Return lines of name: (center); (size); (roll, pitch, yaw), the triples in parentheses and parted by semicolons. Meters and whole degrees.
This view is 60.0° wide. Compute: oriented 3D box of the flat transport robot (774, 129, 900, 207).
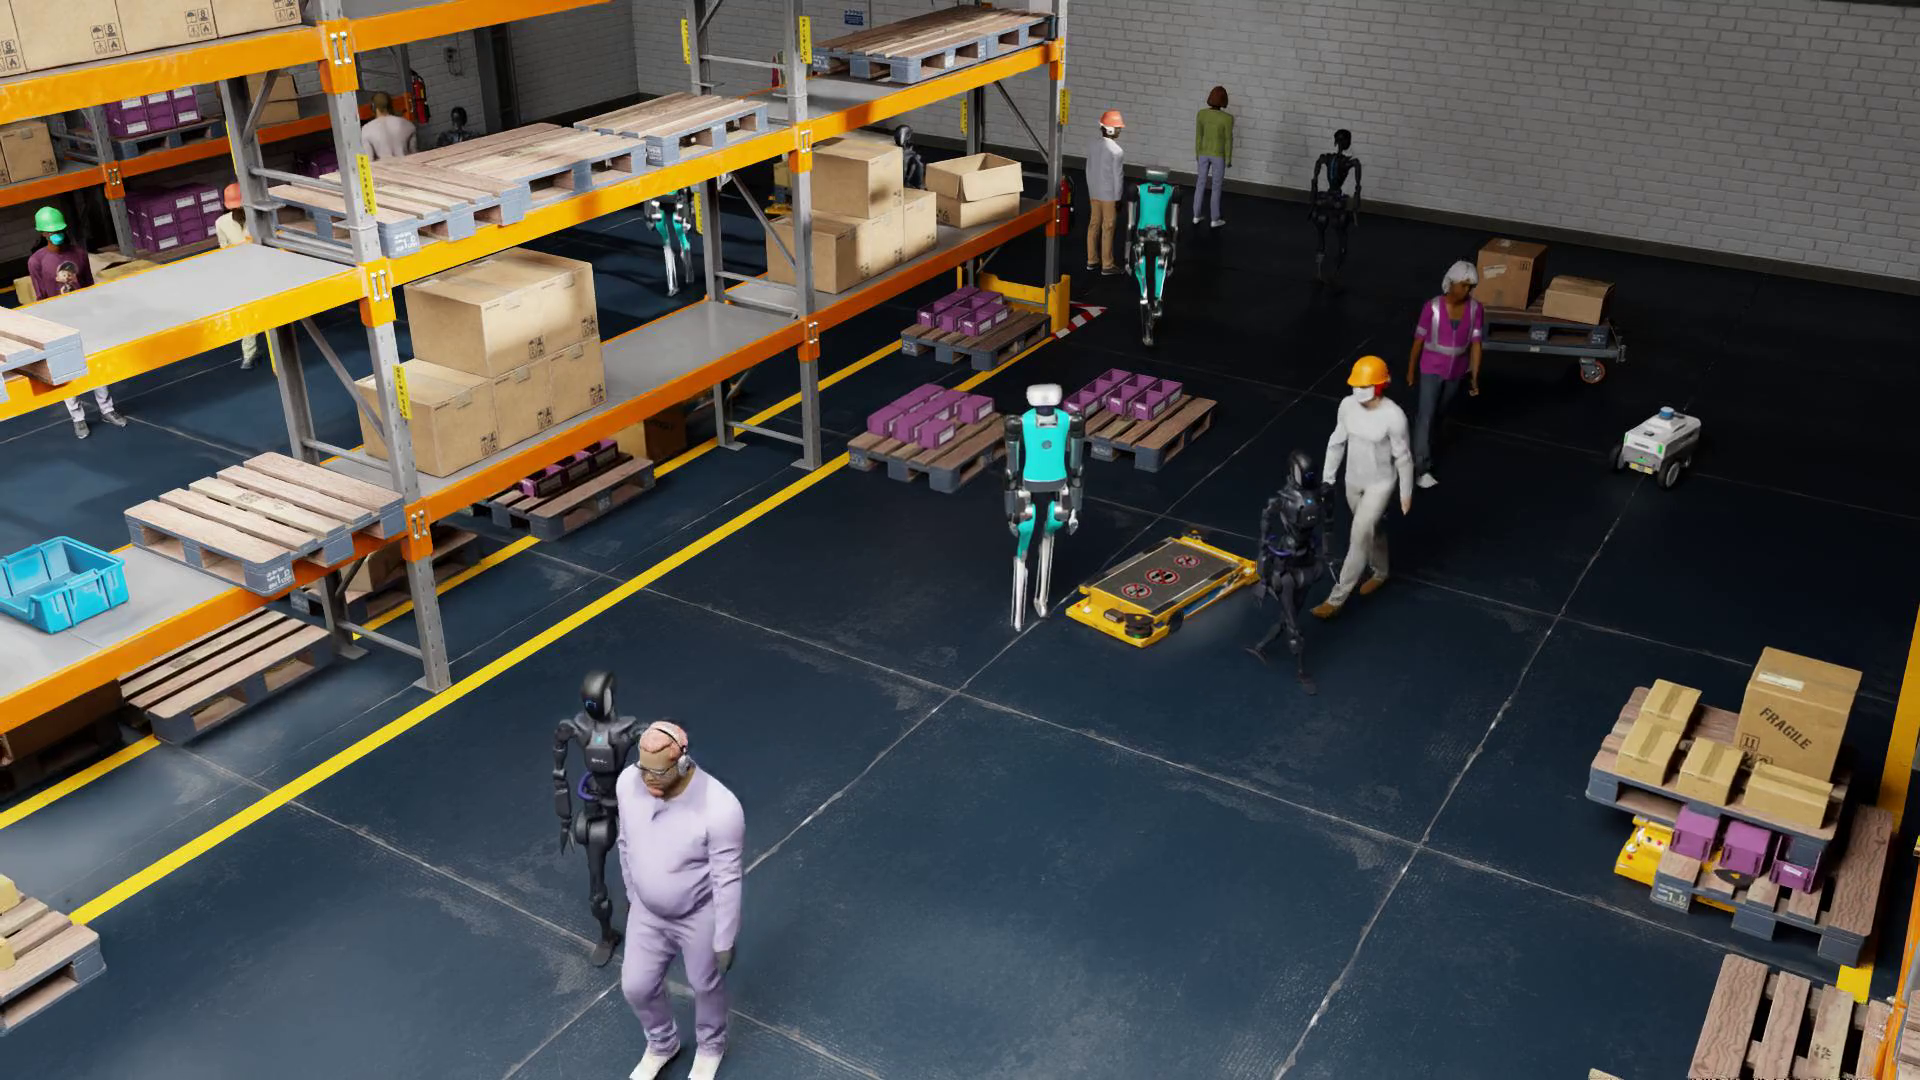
flat transport robot: (-1.508, -4.035, 20.148); (1.431, 0.231, 0.659); (20, 33, 34)

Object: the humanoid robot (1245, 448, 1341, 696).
humanoid robot: (2.091, 0.157, 10.403); (0.610, 1.647, 0.638); (-12, 29, -23)

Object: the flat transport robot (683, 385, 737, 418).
flat transport robot: (-2.657, -1.183, 14.529); (0.659, 0.231, 1.431); (16, 31, 29)

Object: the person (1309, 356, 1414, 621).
person: (2.703, -0.367, 11.182); (0.985, 1.833, 0.555); (-20, 33, -33)

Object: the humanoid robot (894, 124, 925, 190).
humanoid robot: (-0.541, -3.654, 17.874); (0.597, 1.634, 0.696); (20, 33, 34)

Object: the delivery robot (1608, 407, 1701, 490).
delivery robot: (5.620, -0.763, 13.406); (0.785, 0.614, 0.520); (-23, 35, -37)

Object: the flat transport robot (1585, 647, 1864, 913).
flat transport robot: (4.154, 1.521, 9.200); (0.659, 0.231, 1.431); (17, 31, 30)

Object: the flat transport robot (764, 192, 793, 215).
flat transport robot: (-1.816, -4.273, 20.617); (0.659, 0.231, 1.431); (10, 28, 18)

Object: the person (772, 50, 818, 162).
person: (-2.130, -5.676, 21.645); (0.620, 1.845, 0.430); (-4, 27, -7)

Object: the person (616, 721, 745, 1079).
person: (-1.246, 1.641, 7.182); (0.665, 1.893, 0.574); (11, 29, 21)

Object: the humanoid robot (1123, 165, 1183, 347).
humanoid robot: (1.831, -2.635, 15.780); (0.549, 1.731, 1.026); (0, 27, -1)

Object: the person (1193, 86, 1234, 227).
person: (2.985, -4.518, 19.602); (0.493, 1.625, 0.278); (19, 33, 33)

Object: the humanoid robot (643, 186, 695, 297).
humanoid robot: (-2.959, -3.400, 17.368); (0.548, 1.859, 0.840); (5, 27, 9)

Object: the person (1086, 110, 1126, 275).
person: (1.585, -3.756, 17.961); (0.336, 1.748, 0.562); (-16, 31, -29)

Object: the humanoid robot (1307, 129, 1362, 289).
humanoid robot: (3.910, -3.468, 17.486); (0.610, 1.644, 0.473); (20, 33, 34)

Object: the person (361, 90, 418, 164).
person: (-6.155, -3.927, 18.118); (0.644, 1.911, 0.521); (-20, 33, -34)

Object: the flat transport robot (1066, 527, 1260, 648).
flat transport robot: (1.444, 0.317, 11.573); (0.659, 0.231, 1.431); (23, 35, 38)

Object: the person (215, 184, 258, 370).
person: (-6.569, -2.464, 15.465); (0.557, 1.706, 0.852); (-4, 27, -9)

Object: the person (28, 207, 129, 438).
person: (-7.461, -1.848, 13.983); (0.417, 1.952, 0.487); (21, 34, 36)

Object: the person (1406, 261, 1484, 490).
person: (3.831, -1.333, 13.131); (0.506, 1.797, 0.944); (-2, 27, -3)

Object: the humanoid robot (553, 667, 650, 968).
humanoid robot: (-1.651, 1.348, 7.992); (0.589, 1.663, 0.333); (1, 27, 3)

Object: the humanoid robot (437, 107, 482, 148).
humanoid robot: (-5.507, -3.978, 18.477); (0.601, 1.656, 0.344); (0, 27, -1)

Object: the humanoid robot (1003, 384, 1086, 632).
humanoid robot: (0.527, -0.251, 11.094); (0.536, 1.826, 0.689); (-2, 27, -5)
